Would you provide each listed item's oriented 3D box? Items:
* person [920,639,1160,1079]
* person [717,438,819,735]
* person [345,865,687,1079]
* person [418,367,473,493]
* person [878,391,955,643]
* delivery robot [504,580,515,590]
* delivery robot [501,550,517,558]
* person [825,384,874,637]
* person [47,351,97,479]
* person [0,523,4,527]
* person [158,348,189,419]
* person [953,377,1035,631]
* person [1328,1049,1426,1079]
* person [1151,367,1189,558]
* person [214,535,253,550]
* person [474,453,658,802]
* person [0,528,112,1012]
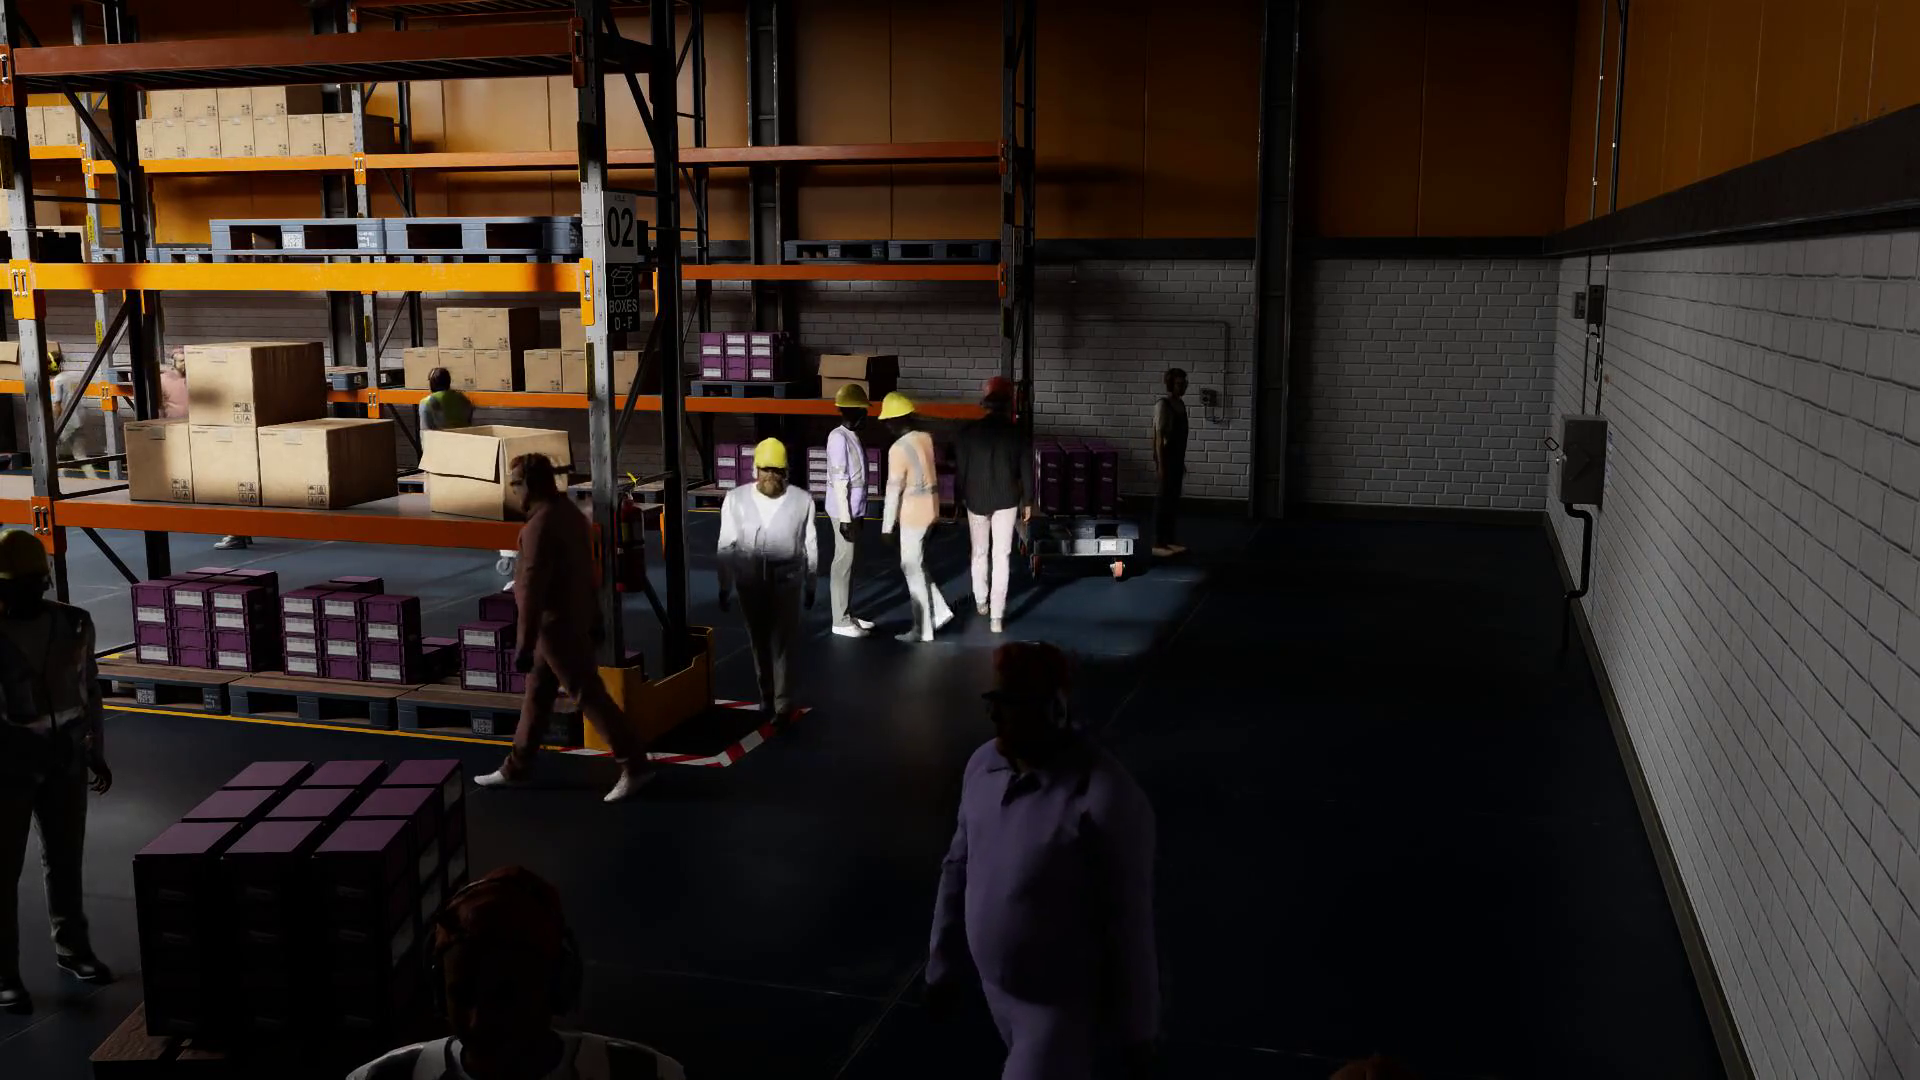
[{"bbox_3d":[0.121,1.180,4.308,0.969,1.855,0.677,-6,11,-33],"label":"person"},{"bbox_3d":[-1.174,0.261,10.188,0.597,1.786,0.925,0,9,1],"label":"person"},{"bbox_3d":[-0.704,1.437,2.703,0.575,1.881,0.356,-1,9,-6],"label":"person"},{"bbox_3d":[-5.270,-0.855,16.937,0.980,1.787,0.636,8,12,39],"label":"person"},{"bbox_3d":[-0.370,-0.165,12.380,0.431,1.901,0.599,3,10,19],"label":"person"},{"bbox_3d":[-3.238,0.462,12.381,0.477,0.478,0.707,-2,9,-10],"label":"delivery robot"},{"bbox_3d":[-3.859,0.015,15.117,0.707,0.478,0.477,7,12,38],"label":"delivery robot"},{"bbox_3d":[-0.838,-0.232,12.733,0.370,1.929,0.585,1,9,5],"label":"person"},{"bbox_3d":[-10.514,-1.297,19.538,0.692,1.820,0.641,-3,10,-15],"label":"person"},{"bbox_3d":[-8.045,-0.202,13.469,0.487,1.625,0.537,4,10,25],"label":"person"},{"bbox_3d":[-9.164,-1.342,19.667,0.919,1.877,0.659,8,12,39],"label":"person"},{"bbox_3d":[0.281,-0.308,13.137,0.626,1.941,0.976,1,9,8],"label":"person"},{"bbox_3d":[0.618,1.575,2.620,0.500,1.632,0.286,0,9,-2],"label":"person"},{"bbox_3d":[2.053,-0.756,16.182,0.327,1.843,0.515,6,11,32],"label":"person"},{"bbox_3d":[-7.294,-0.878,16.611,0.385,1.948,0.603,-1,9,-8],"label":"person"},{"bbox_3d":[-2.091,0.461,8.790,1.023,1.847,0.690,0,9,1],"label":"person"},{"bbox_3d":[-3.555,0.857,6.383,0.404,1.833,0.592,7,12,36],"label":"person"}]
